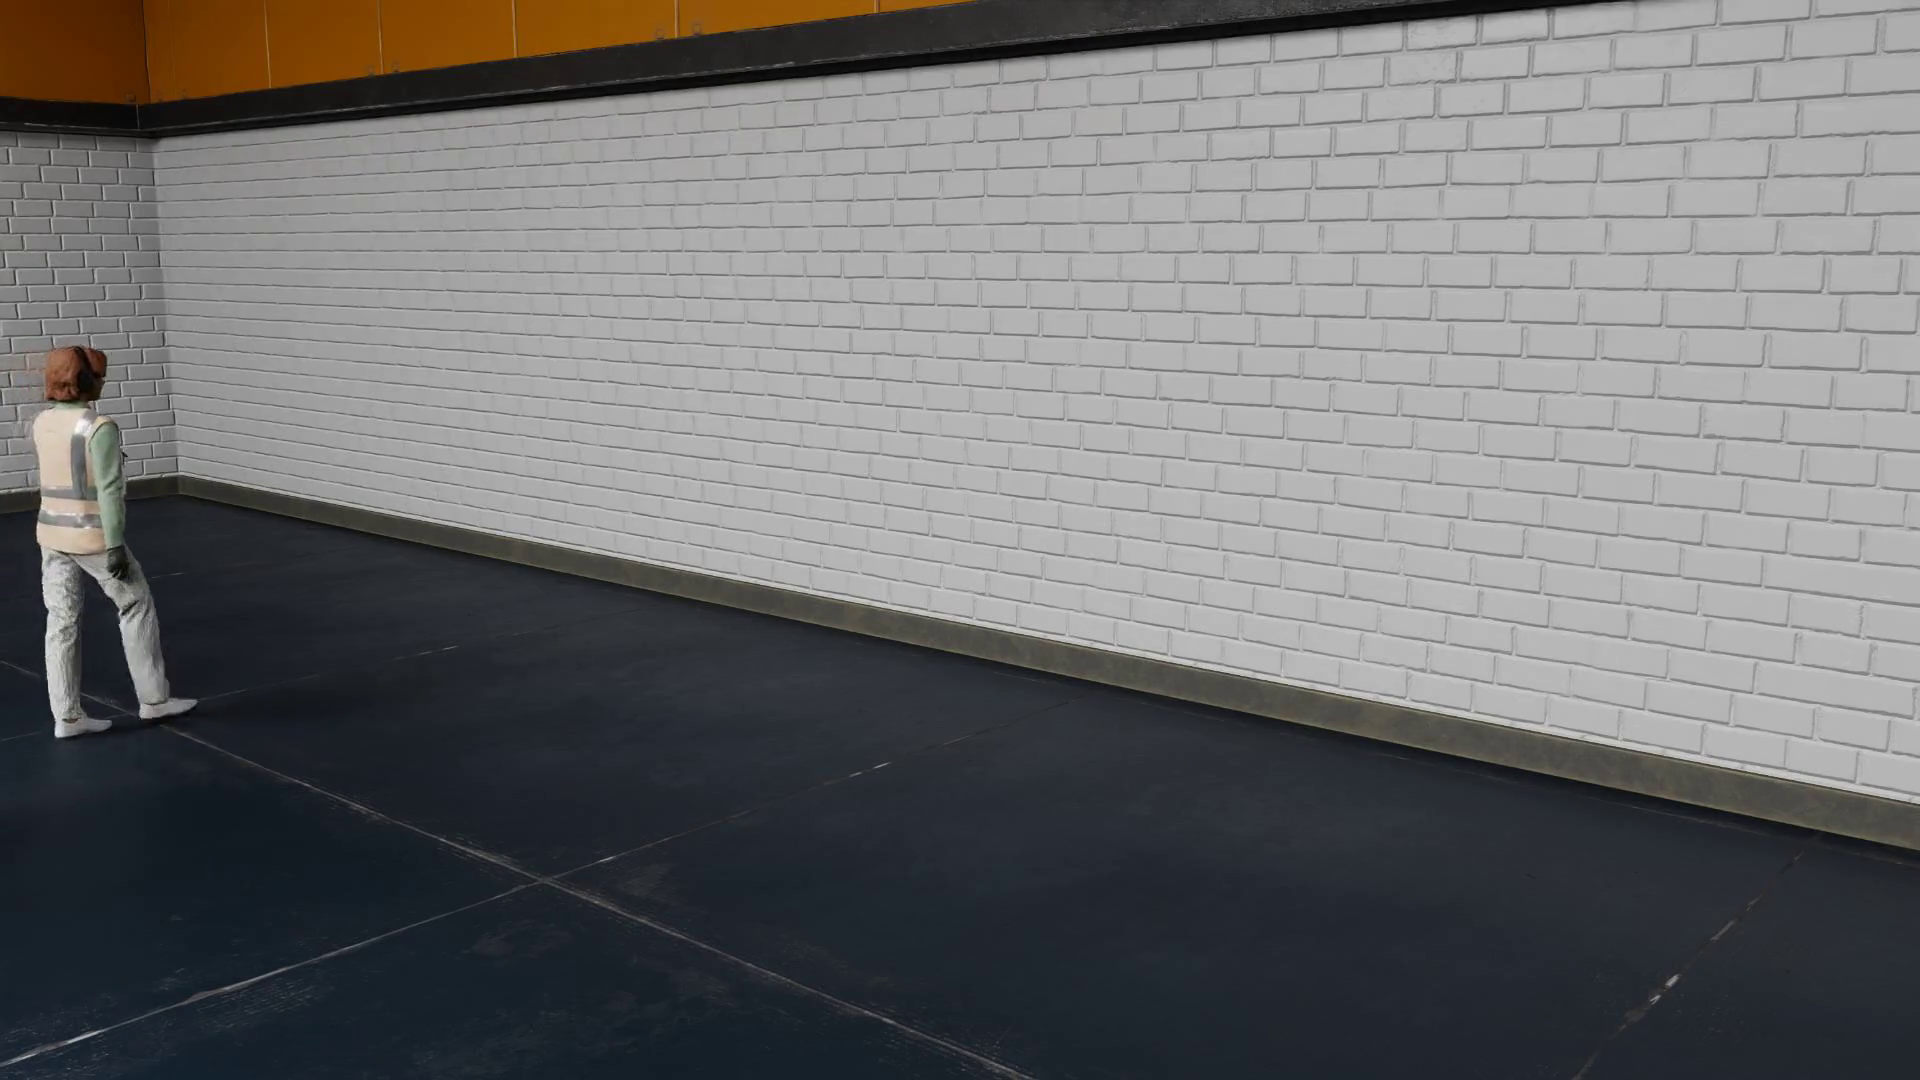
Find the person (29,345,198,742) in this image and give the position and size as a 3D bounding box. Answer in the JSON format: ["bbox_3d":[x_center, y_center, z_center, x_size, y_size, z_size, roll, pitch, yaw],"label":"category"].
[{"bbox_3d":[-3.554,0.001,6.951,0.540,1.614,0.674,5,11,25],"label":"person"}]
